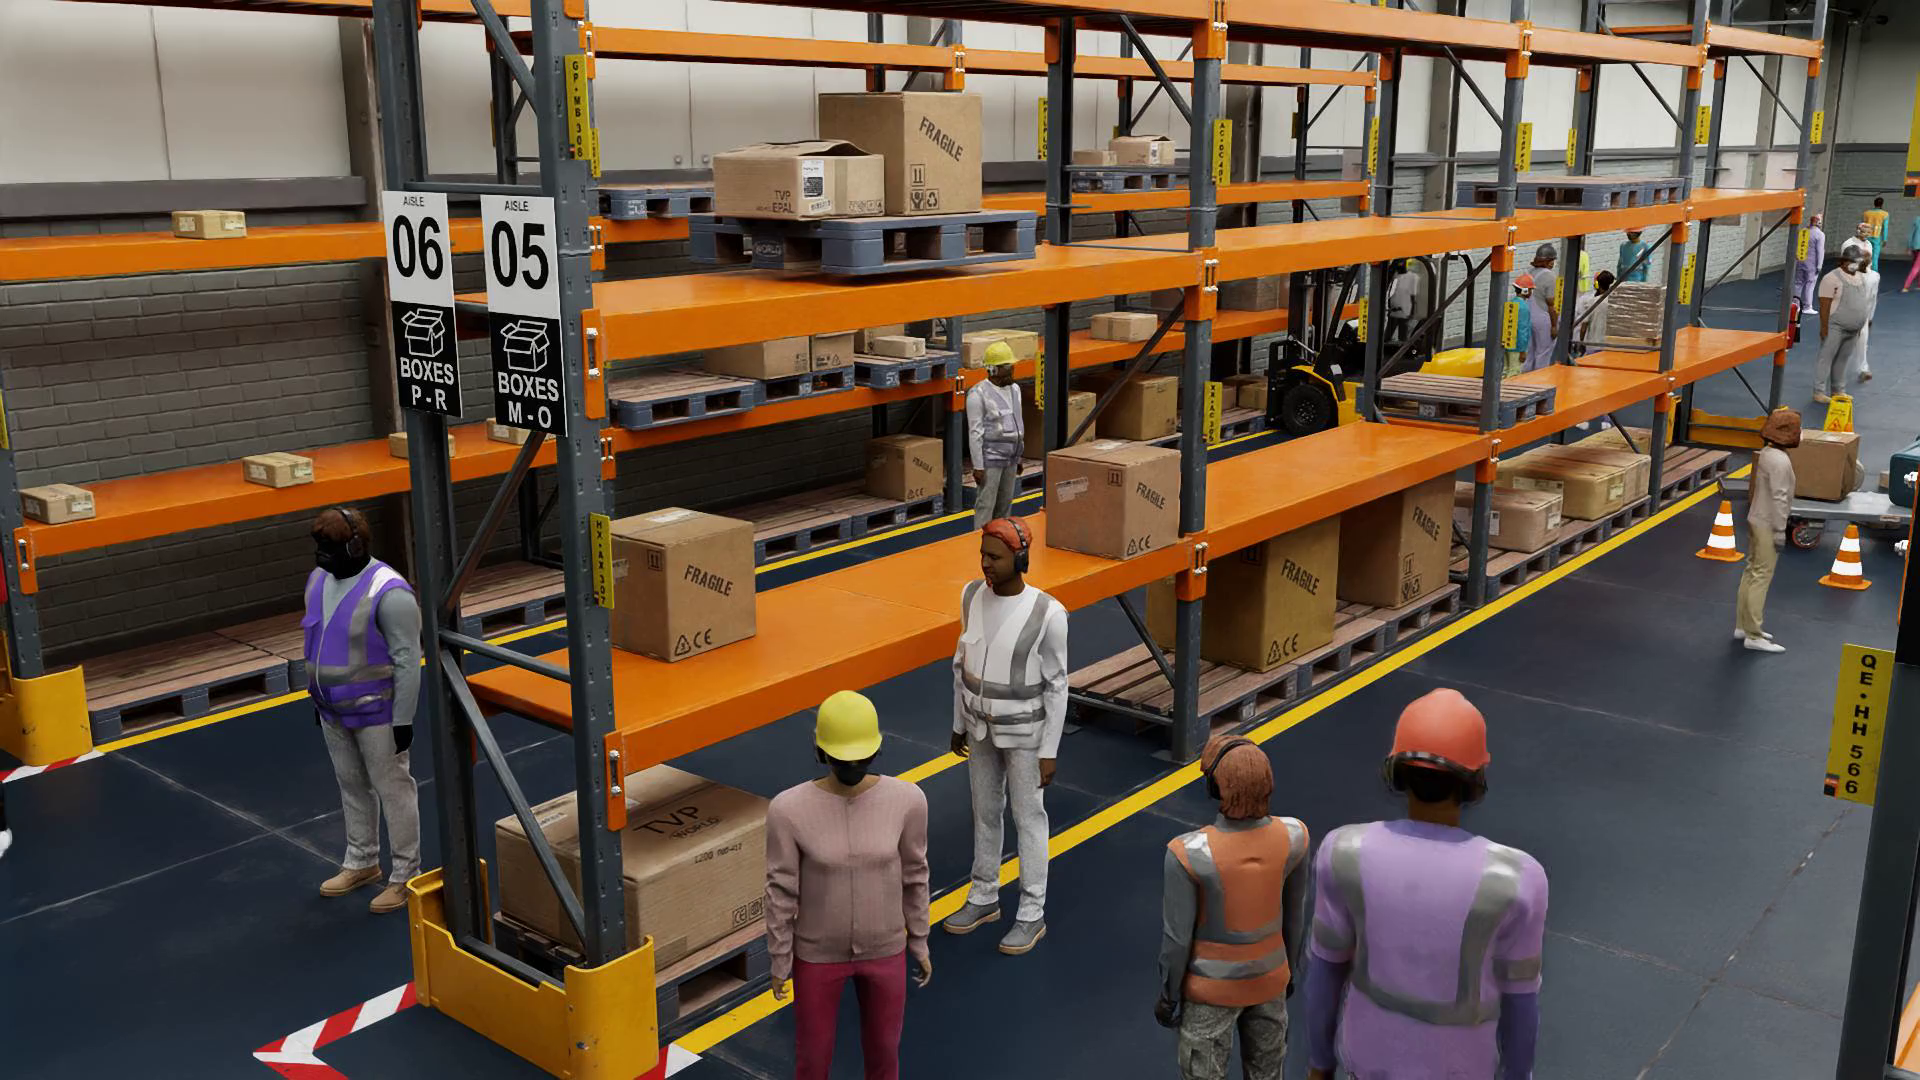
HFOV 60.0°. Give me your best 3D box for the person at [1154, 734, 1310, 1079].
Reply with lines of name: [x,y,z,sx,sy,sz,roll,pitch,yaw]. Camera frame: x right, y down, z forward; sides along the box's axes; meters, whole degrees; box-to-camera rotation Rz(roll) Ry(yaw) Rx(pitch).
person: [0.848,1.398,5.206,0.514,1.641,0.308,-6,15,-23]

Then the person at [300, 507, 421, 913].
person: [-2.675,0.752,7.417,0.633,1.842,0.429,8,16,31]

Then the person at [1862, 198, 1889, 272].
person: [21.810,-7.210,39.727,0.597,1.905,0.397,13,19,43]

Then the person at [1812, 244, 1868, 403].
person: [11.385,-2.784,21.403,0.684,2.000,0.535,-5,15,-20]

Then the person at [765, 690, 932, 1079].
person: [-0.346,1.315,5.286,0.535,1.766,0.321,-3,14,-13]

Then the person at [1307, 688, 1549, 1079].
person: [1.193,1.397,4.418,0.610,2.021,0.683,9,16,33]

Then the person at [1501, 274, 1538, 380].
person: [6.833,-2.373,20.350,0.357,1.743,0.563,0,14,1]

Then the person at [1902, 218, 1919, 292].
person: [21.010,-6.373,36.275,0.995,1.911,0.673,-7,15,-26]

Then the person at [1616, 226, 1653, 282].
person: [11.004,-4.224,27.271,0.395,2.039,0.608,-8,16,-30]

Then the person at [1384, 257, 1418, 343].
person: [6.055,-3.054,22.908,0.379,1.851,0.521,-12,18,-40]

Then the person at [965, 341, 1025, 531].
person: [0.303,-0.651,13.140,0.404,1.836,0.599,11,17,37]

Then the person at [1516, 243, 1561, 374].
person: [7.563,-2.826,21.576,0.535,2.000,0.674,-5,15,-21]

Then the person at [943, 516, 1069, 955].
person: [0.190,0.820,7.054,0.573,1.883,0.355,12,18,39]

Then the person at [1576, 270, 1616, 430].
person: [7.482,-2.216,19.443,0.511,1.872,0.328,3,14,11]

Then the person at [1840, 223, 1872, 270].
person: [15.498,-4.520,28.763,0.638,1.903,0.408,-6,15,-24]

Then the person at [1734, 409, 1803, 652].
person: [5.464,-0.076,11.215,0.284,1.634,0.498,3,14,14]

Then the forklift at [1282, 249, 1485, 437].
forklift: [4.886,-2.214,18.767,2.313,2.155,1.214,11,18,38]

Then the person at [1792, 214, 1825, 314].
person: [16.333,-5.300,31.949,0.399,1.900,0.644,-4,14,-18]

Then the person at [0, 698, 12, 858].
person: [-4.813,0.636,7.877,0.585,1.853,0.338,2,14,7]
